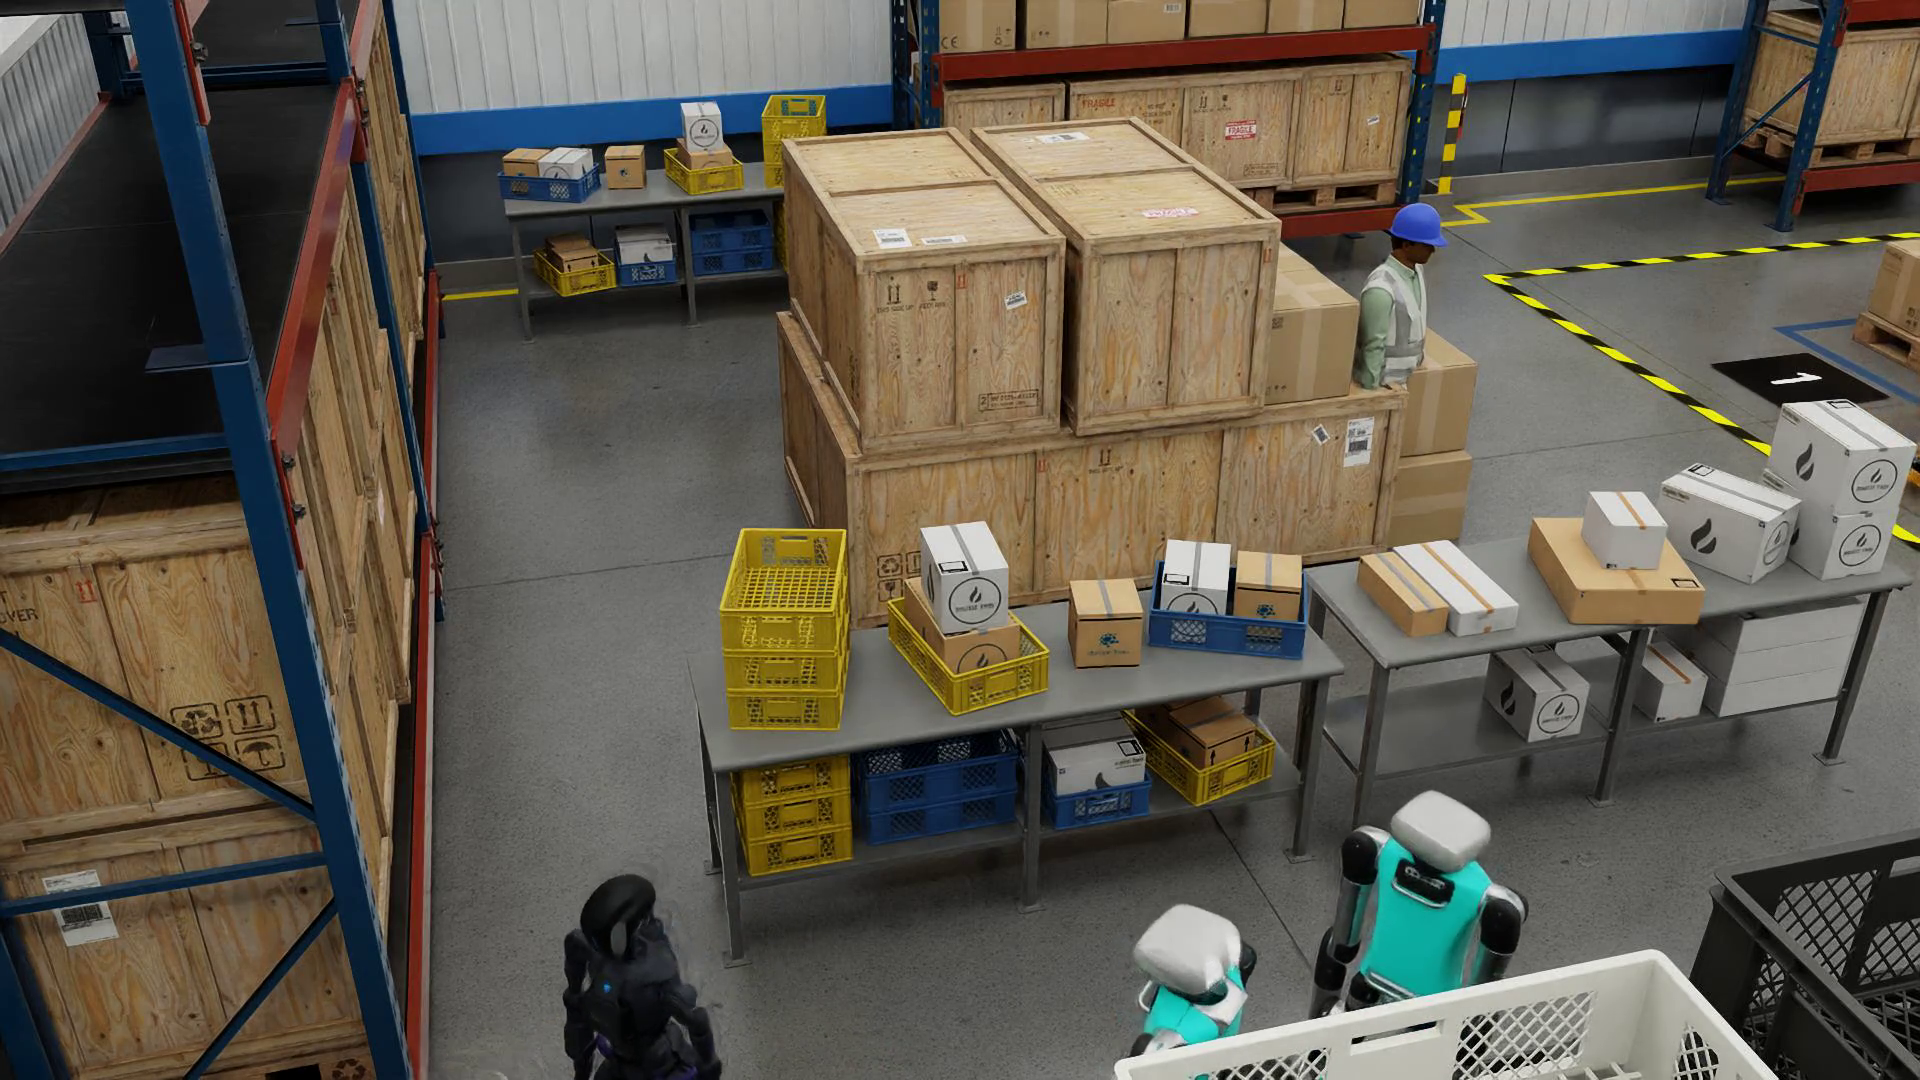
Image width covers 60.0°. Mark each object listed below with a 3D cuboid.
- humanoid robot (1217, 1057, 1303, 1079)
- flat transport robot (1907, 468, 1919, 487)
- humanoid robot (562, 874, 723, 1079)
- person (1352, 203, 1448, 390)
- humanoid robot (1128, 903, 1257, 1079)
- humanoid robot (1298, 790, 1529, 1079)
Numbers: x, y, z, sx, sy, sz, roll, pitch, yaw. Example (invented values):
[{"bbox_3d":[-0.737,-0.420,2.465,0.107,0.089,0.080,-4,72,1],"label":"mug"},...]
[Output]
[{"bbox_3d":[0.645,1.924,4.194,0.668,1.639,0.588,-16,33,-26],"label":"humanoid robot"},{"bbox_3d":[6.395,-0.431,9.870,1.431,0.197,0.652,-7,30,-13],"label":"flat transport robot"},{"bbox_3d":[-0.913,1.596,4.798,0.601,1.620,0.800,16,33,27],"label":"humanoid robot"},{"bbox_3d":[2.311,-0.875,8.979,0.411,1.939,0.602,18,34,30],"label":"person"},{"bbox_3d":[0.395,1.685,4.542,0.666,1.816,0.533,17,33,28],"label":"humanoid robot"},{"bbox_3d":[1.150,1.569,4.742,0.539,1.732,0.991,22,36,34],"label":"humanoid robot"}]
